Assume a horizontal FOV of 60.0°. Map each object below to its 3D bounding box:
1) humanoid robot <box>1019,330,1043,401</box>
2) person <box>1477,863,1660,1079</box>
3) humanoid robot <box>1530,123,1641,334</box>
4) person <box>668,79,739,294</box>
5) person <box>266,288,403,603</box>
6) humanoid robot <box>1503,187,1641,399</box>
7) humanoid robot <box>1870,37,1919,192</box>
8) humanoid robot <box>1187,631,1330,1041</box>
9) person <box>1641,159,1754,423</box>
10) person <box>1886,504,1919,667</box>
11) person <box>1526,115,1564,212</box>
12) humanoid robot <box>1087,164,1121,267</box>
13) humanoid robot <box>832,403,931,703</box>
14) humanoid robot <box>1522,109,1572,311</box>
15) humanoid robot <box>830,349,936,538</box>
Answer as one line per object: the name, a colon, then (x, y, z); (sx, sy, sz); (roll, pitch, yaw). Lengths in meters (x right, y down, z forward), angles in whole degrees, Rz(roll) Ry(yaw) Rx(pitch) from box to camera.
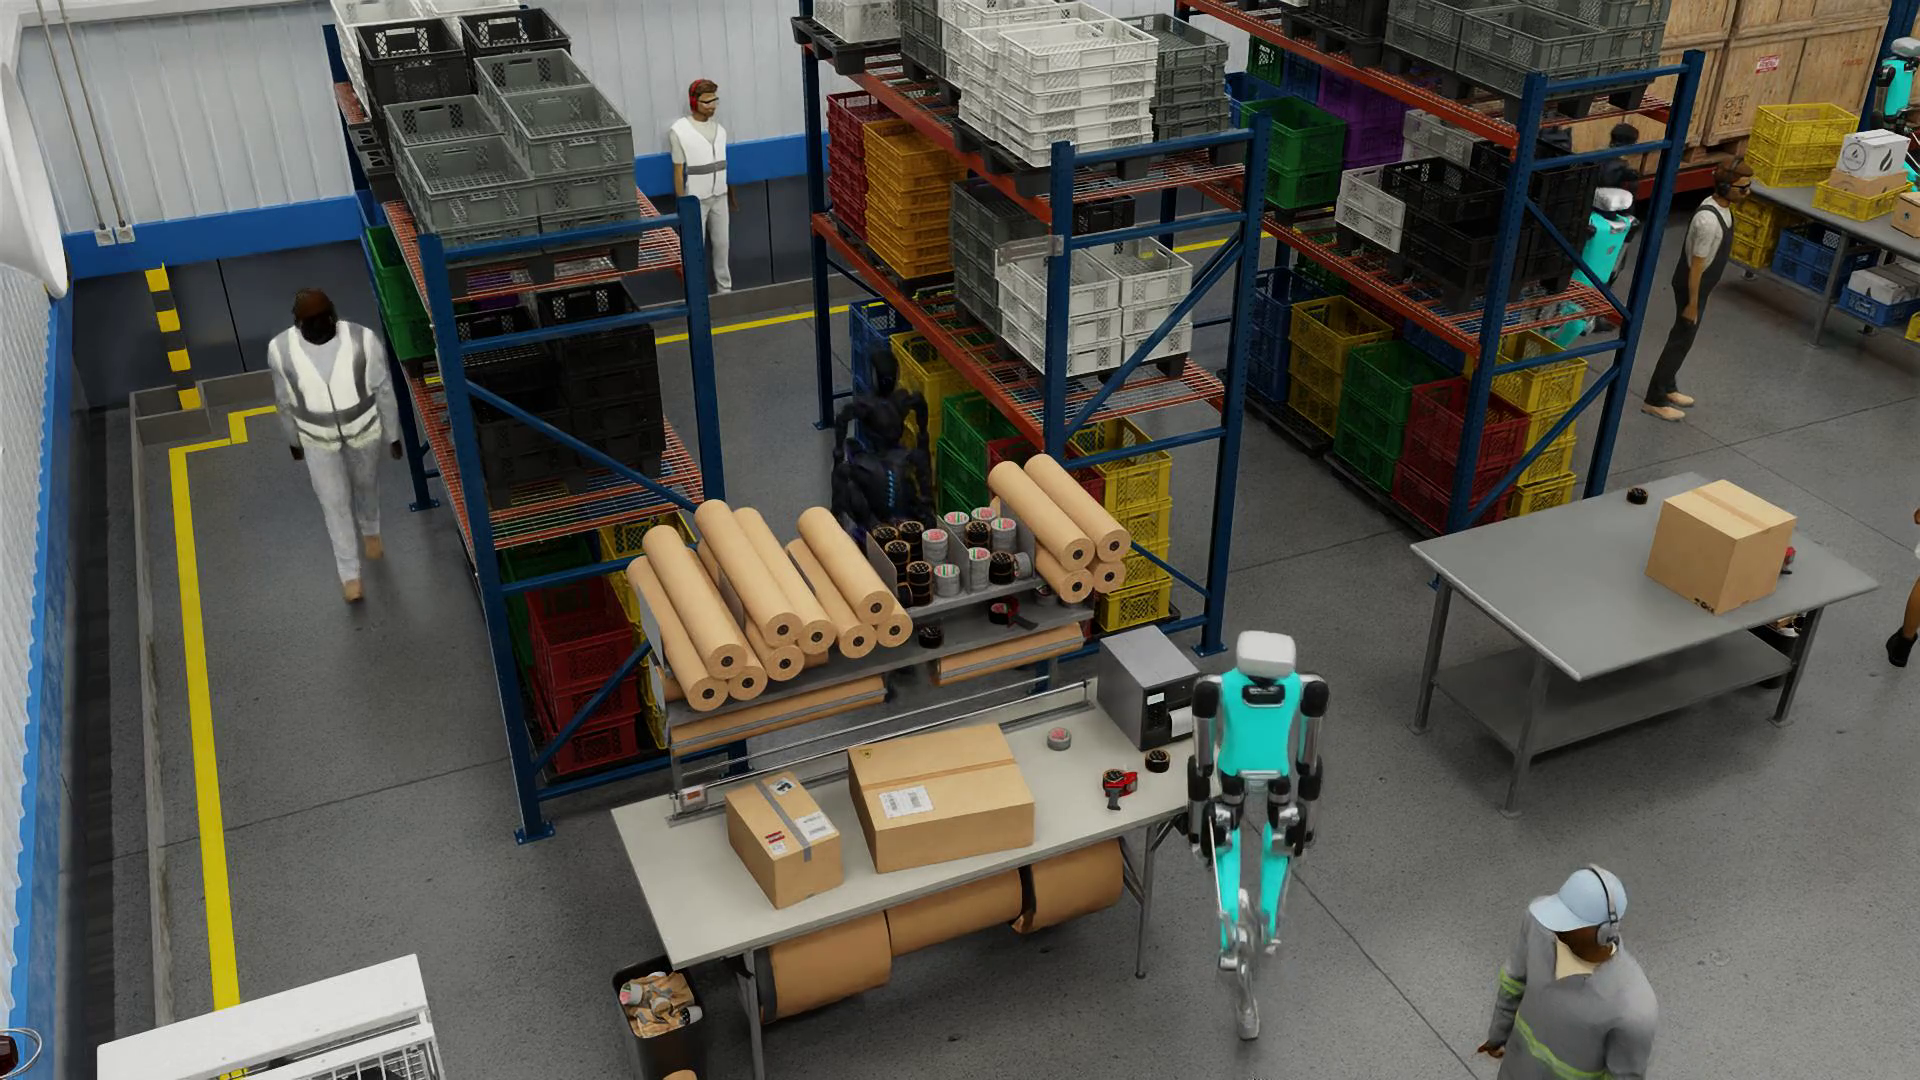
humanoid robot: (0.539, -1.720, 11.420); (0.603, 1.648, 0.371); (-17, 36, -26)
person: (1.948, 1.798, 5.540); (0.395, 1.850, 0.597); (-12, 34, -18)
humanoid robot: (4.674, -2.282, 12.385); (0.707, 1.649, 0.586); (-11, 33, -17)
person: (-1.949, -2.626, 12.743); (0.398, 1.836, 0.560); (26, 40, 36)
person: (-3.484, -0.556, 9.411); (0.641, 1.795, 0.933); (-12, 34, -18)
humanoid robot: (3.953, -1.499, 11.118); (0.575, 1.901, 0.775); (-15, 35, -23)
humanoid robot: (7.809, -3.241, 13.706); (0.533, 1.677, 0.735); (-24, 39, -33)
humanoid robot: (1.169, 1.232, 6.562); (0.532, 1.724, 1.018); (0, 32, -1)
person: (4.970, -1.681, 11.211); (0.336, 1.838, 0.505); (16, 35, 24)
person: (5.294, -0.167, 8.651); (0.550, 1.934, 0.373); (18, 36, 27)
person: (4.663, -2.982, 13.396); (0.341, 1.761, 0.529); (27, 41, 37)
humanoid robot: (0.970, -2.389, 12.488); (0.530, 1.802, 0.798); (24, 39, 33)
humanoid robot: (-0.412, 0.069, 8.518); (0.593, 1.648, 0.394); (-14, 34, -22)
humanoid robot: (4.526, -2.601, 12.857); (0.340, 1.656, 0.606); (-4, 32, -6)
humanoid robot: (-0.430, -0.288, 9.093); (0.611, 1.645, 0.331); (-12, 34, -19)
